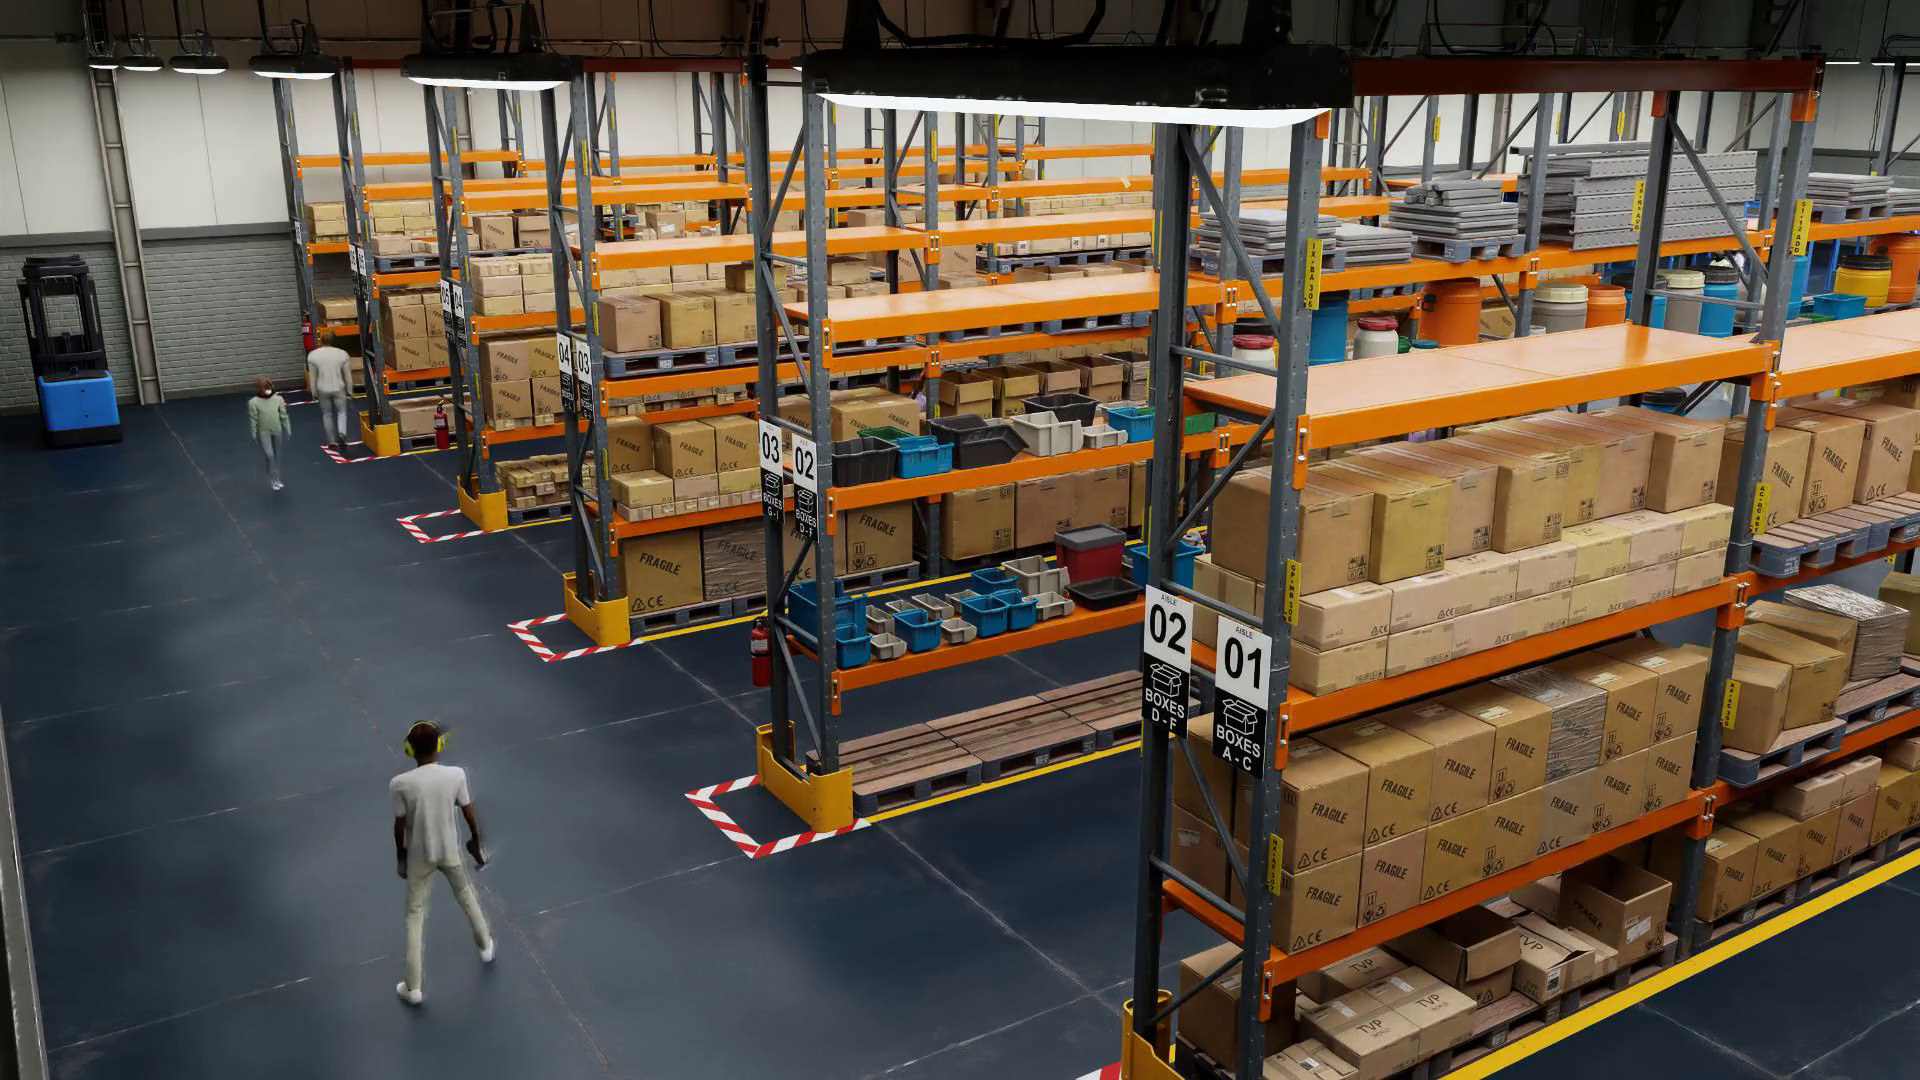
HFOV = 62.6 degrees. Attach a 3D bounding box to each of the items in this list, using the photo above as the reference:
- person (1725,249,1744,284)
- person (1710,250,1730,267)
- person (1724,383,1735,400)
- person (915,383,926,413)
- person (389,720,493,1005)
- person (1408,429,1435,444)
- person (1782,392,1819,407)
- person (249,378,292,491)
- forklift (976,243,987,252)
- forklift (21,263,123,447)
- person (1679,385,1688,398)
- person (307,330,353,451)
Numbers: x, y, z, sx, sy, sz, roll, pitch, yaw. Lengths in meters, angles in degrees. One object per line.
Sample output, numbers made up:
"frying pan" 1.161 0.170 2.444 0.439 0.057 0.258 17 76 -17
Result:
"person" 18.261 -6.148 37.373 0.970 1.875 0.572 -7 18 -22
"person" 17.298 -5.755 36.166 0.429 1.839 0.630 -2 17 -7
"person" 13.876 -3.204 28.192 0.515 1.603 0.681 1 17 3
"person" -0.357 -1.451 21.957 0.973 1.888 0.549 -9 19 -27
"person" -3.463 2.087 10.518 0.742 1.820 0.543 -12 21 -35
"person" 5.925 -0.981 20.364 0.378 1.928 0.585 -3 17 -10
"person" 12.806 -1.994 23.974 0.526 1.751 0.613 -3 17 -8
"person" -9.825 -1.506 22.601 0.670 1.608 0.523 16 23 42
"forklift" 0.988 -5.474 34.718 1.214 2.155 2.313 -10 20 -31
"forklift" -14.518 -3.079 25.708 1.129 2.768 1.873 -10 20 -31
"person" 12.917 -3.362 28.291 0.850 1.847 0.565 -9 19 -27
"person" -9.884 -2.335 24.832 0.648 1.915 0.557 -7 18 -21
